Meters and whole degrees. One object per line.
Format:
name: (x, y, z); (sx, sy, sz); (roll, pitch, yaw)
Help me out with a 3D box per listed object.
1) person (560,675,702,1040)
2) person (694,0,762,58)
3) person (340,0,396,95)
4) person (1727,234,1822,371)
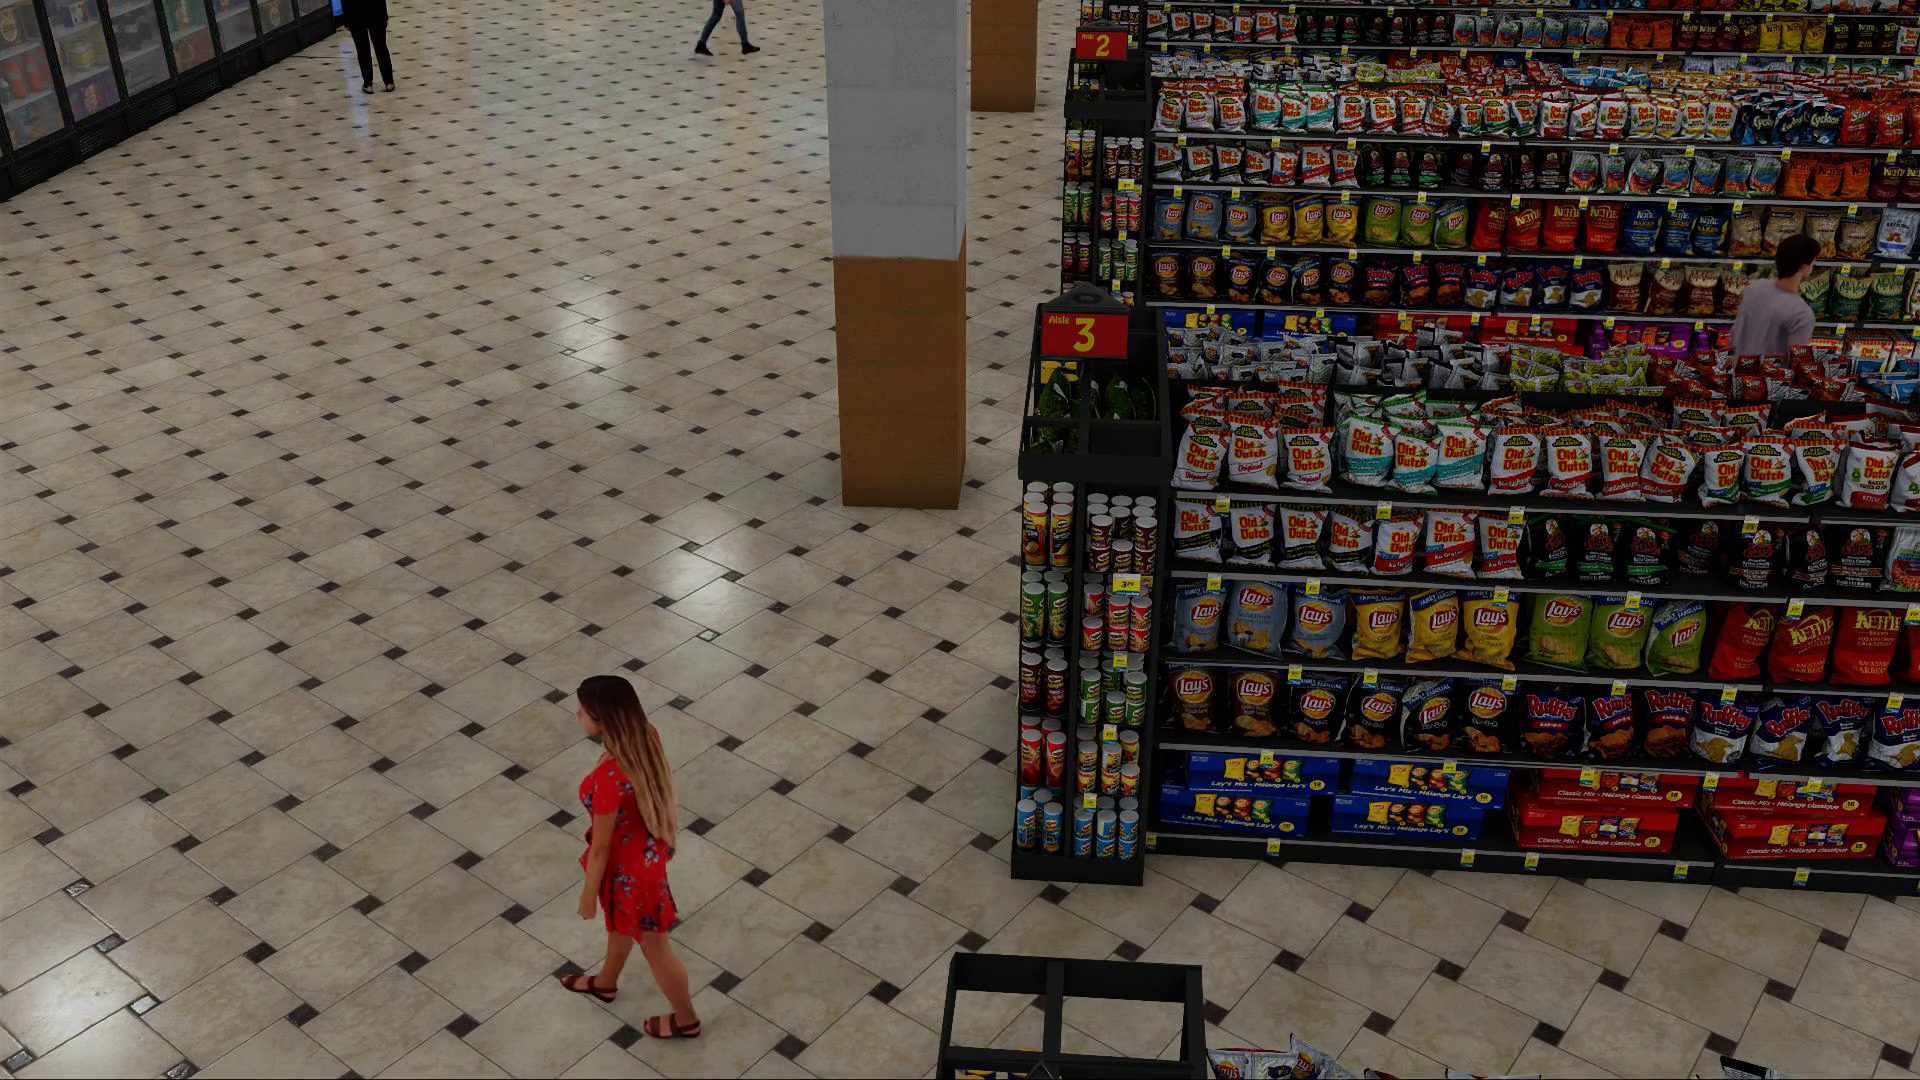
person: (-1.068, 1.157, 5.838); (0.829, 1.579, 0.627); (6, 29, 10)
person: (-2.914, -6.613, 20.041); (1.149, 1.607, 1.022); (-18, 33, -29)
person: (-6.658, -5.843, 18.621); (0.735, 1.615, 0.829); (-13, 31, -23)
person: (4.291, -0.781, 9.126); (0.772, 1.830, 0.779); (-5, 29, -10)
